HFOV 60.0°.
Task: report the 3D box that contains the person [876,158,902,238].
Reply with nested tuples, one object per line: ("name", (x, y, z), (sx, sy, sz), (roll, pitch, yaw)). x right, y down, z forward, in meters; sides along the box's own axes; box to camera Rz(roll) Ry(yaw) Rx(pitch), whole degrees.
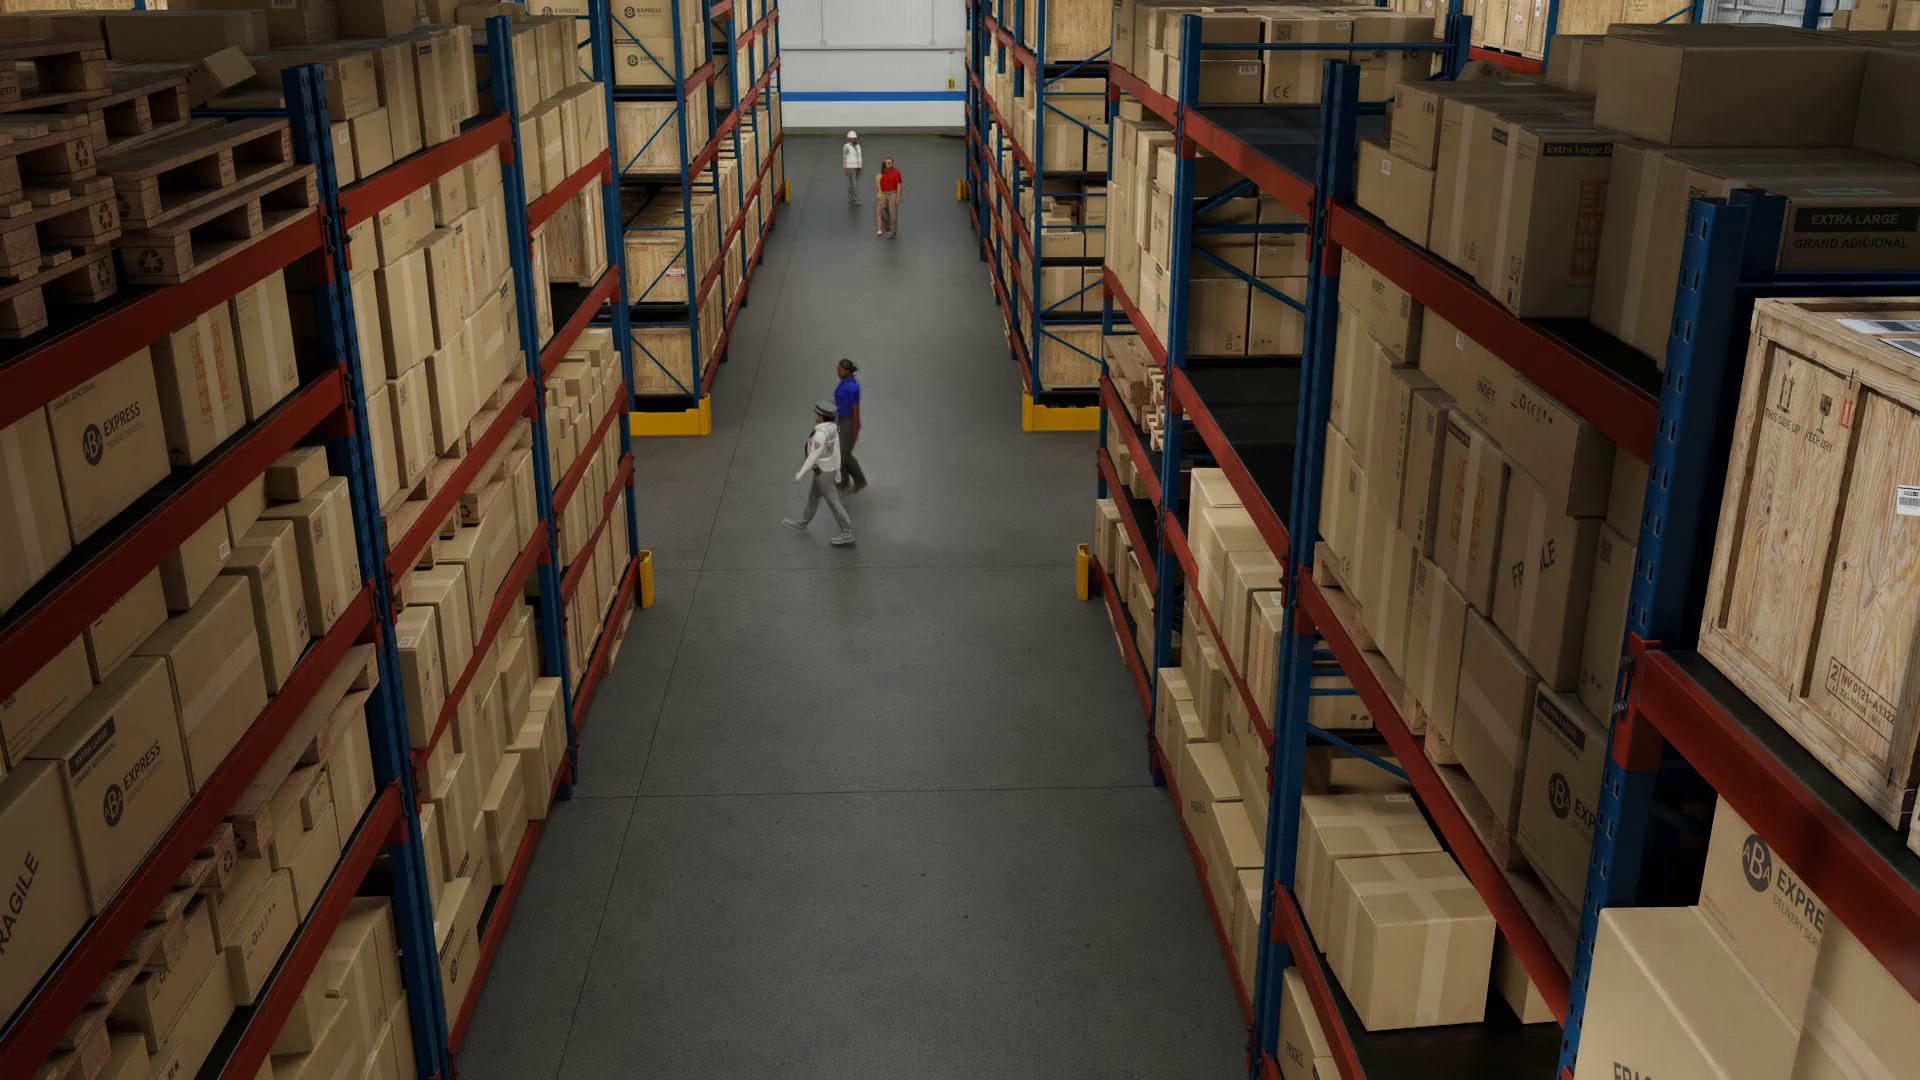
("person", (-1.584, -7.561, 36.766), (0.580, 1.730, 0.443), (9, 22, 23))

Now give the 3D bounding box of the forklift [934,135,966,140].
("forklift", (0.679, -13.882, 52.038), (3.031, 2.941, 1.121), (-1, 20, -2))

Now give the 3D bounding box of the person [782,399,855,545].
("person", (-1.630, -0.775, 18.664), (0.914, 1.659, 0.503), (4, 21, 12))

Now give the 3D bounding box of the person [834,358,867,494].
("person", (-1.422, -1.405, 20.358), (0.470, 1.665, 0.472), (-8, 22, -20))

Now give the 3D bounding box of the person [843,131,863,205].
("person", (-2.617, -9.222, 41.196), (0.715, 1.774, 0.548), (18, 27, 40))

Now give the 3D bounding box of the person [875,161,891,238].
("person", (-1.655, -7.579, 36.940), (0.441, 1.645, 0.961), (1, 21, 4))
